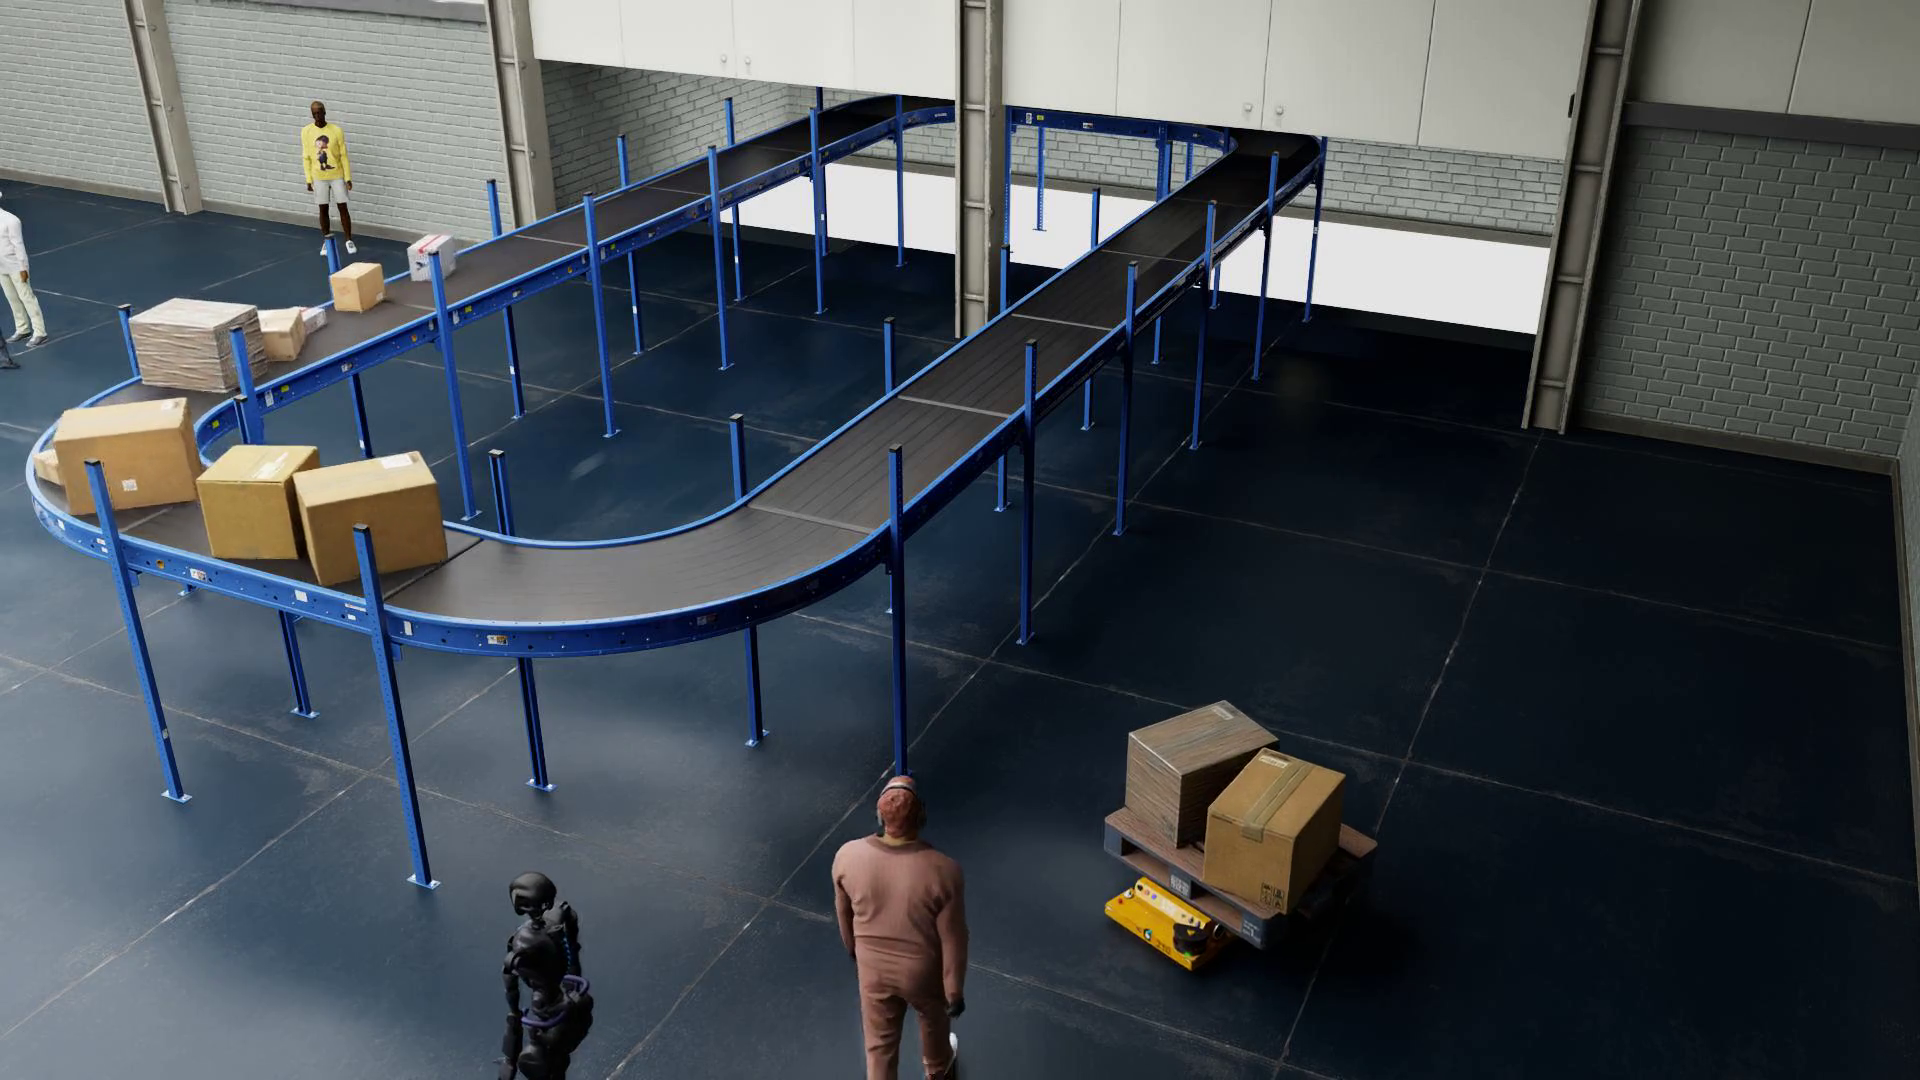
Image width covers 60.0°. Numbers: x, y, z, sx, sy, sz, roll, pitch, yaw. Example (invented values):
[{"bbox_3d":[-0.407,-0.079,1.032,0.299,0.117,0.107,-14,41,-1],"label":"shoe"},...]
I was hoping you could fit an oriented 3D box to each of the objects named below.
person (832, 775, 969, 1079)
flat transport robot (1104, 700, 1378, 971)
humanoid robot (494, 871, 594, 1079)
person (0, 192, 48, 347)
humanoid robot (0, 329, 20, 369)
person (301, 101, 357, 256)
[{"bbox_3d":[-0.242,1.922,7.803,0.665,1.866,0.859,7,27,13],"label":"person"},{"bbox_3d":[1.575,1.946,9.555,1.431,0.231,0.659,-21,34,-36],"label":"flat transport robot"},{"bbox_3d":[-1.873,2.191,7.483,0.496,1.649,0.591,9,28,17],"label":"humanoid robot"},{"bbox_3d":[-10.153,-2.928,17.717,0.565,1.743,0.349,11,29,22],"label":"person"},{"bbox_3d":[-10.084,-2.499,16.936,0.548,1.636,0.610,-5,27,-9],"label":"humanoid robot"},{"bbox_3d":[-7.872,-4.512,20.735,0.542,1.900,0.373,-7,27,-14],"label":"person"}]
